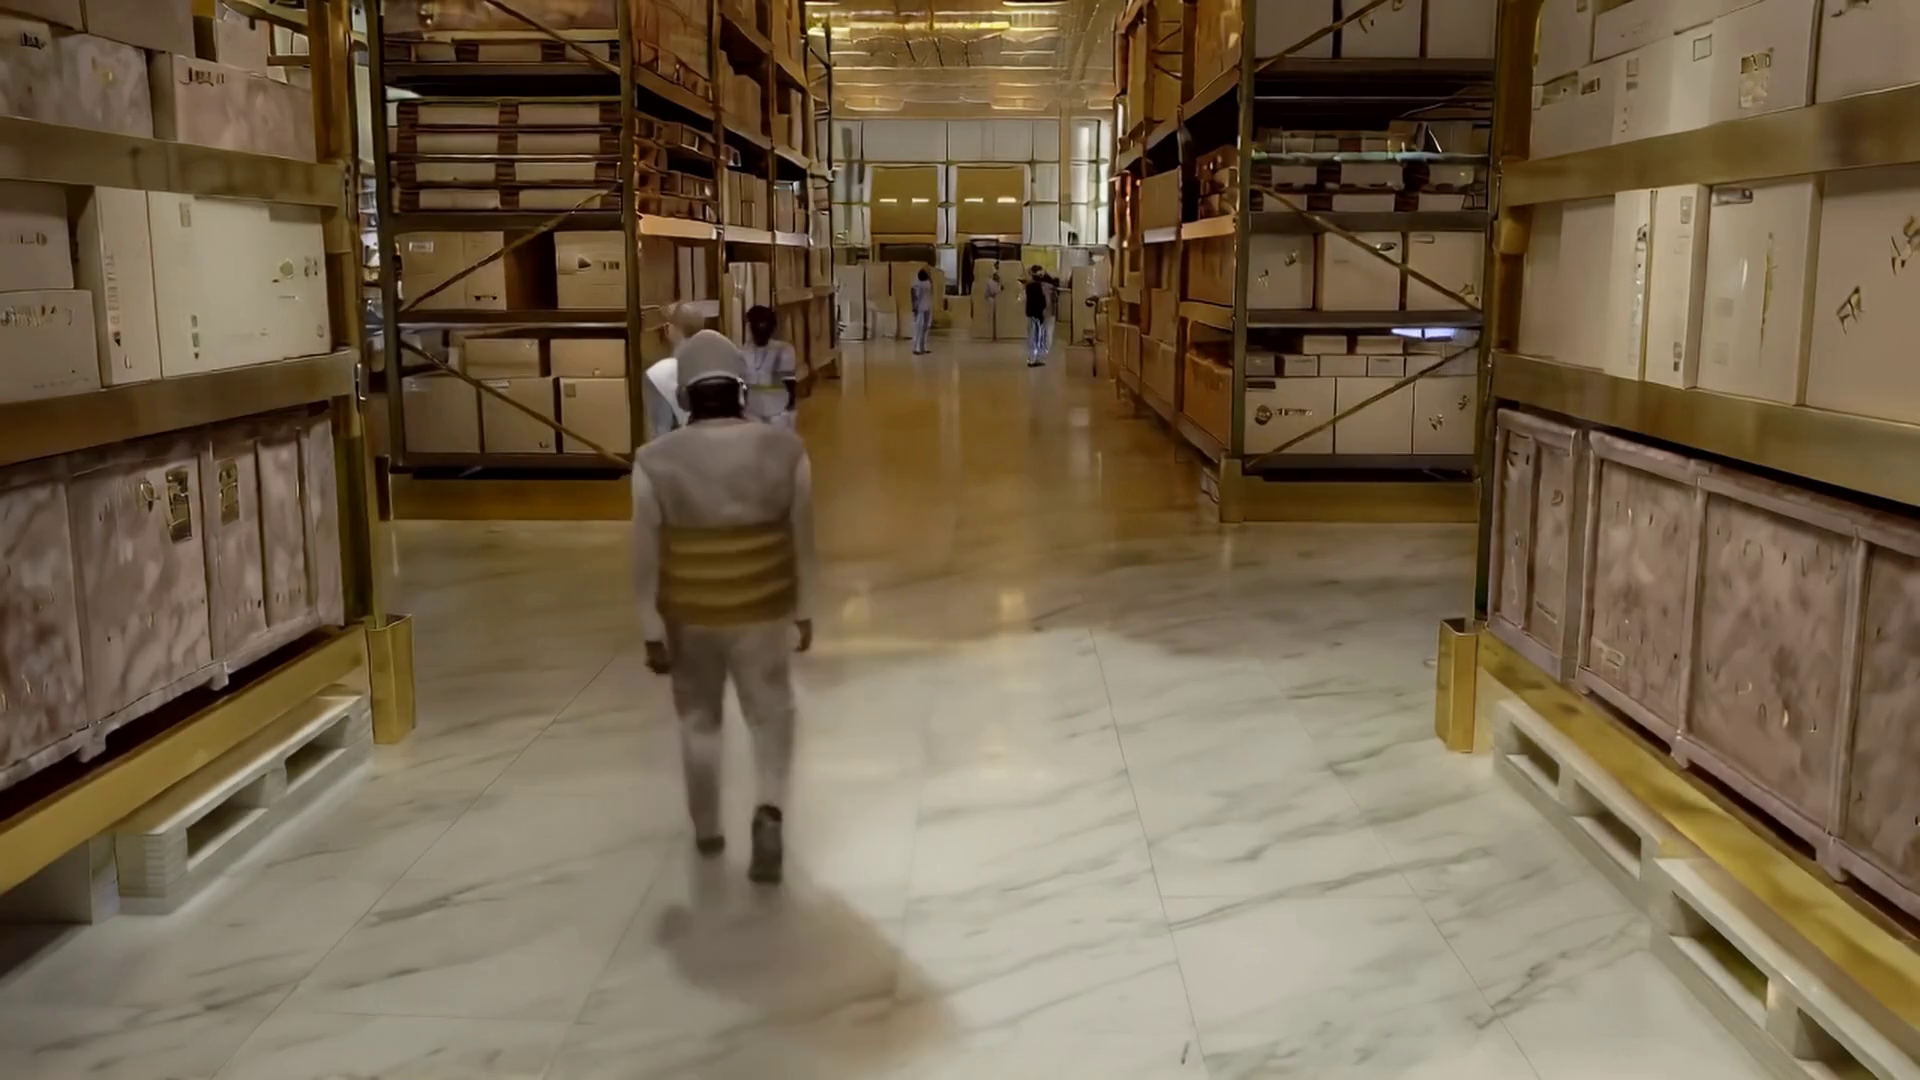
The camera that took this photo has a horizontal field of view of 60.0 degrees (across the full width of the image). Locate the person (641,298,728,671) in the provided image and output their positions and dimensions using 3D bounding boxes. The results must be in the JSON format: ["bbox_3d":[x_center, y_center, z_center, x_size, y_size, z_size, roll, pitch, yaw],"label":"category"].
[{"bbox_3d":[-1.338,-0.265,8.241,0.380,1.845,0.570,6,11,33],"label":"person"}]

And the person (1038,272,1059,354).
[{"bbox_3d":[1.867,-4.993,36.631,0.636,1.820,0.632,0,9,-3],"label":"person"}]

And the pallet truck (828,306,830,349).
[{"bbox_3d":[-3.100,-3.940,29.800,1.885,1.965,0.823,3,10,19],"label":"pallet truck"}]

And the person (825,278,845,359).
[{"bbox_3d":[-2.644,-4.632,34.843,0.321,1.697,0.529,-8,12,-39],"label":"person"}]

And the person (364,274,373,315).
[{"bbox_3d":[-23.083,-9.614,64.169,1.000,1.873,0.610,5,11,30],"label":"person"}]

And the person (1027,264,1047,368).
[{"bbox_3d":[1.472,-4.313,32.043,0.380,1.995,0.611,3,10,19],"label":"person"}]

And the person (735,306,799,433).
[{"bbox_3d":[-1.547,-1.019,13.238,0.565,1.683,0.344,3,10,15],"label":"person"}]

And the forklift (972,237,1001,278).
[{"bbox_3d":[0.842,-8.322,53.408,1.129,2.768,1.873,0,9,1],"label":"forklift"}]

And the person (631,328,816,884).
[{"bbox_3d":[-0.756,0.228,5.383,0.601,1.817,0.674,-2,10,-11],"label":"person"}]

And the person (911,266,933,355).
[{"bbox_3d":[-0.825,-5.025,36.494,0.372,1.935,0.629,8,12,39],"label":"person"}]

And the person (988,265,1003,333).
[{"bbox_3d":[1.029,-6.884,47.614,0.372,1.940,0.631,-6,11,-31],"label":"person"}]
